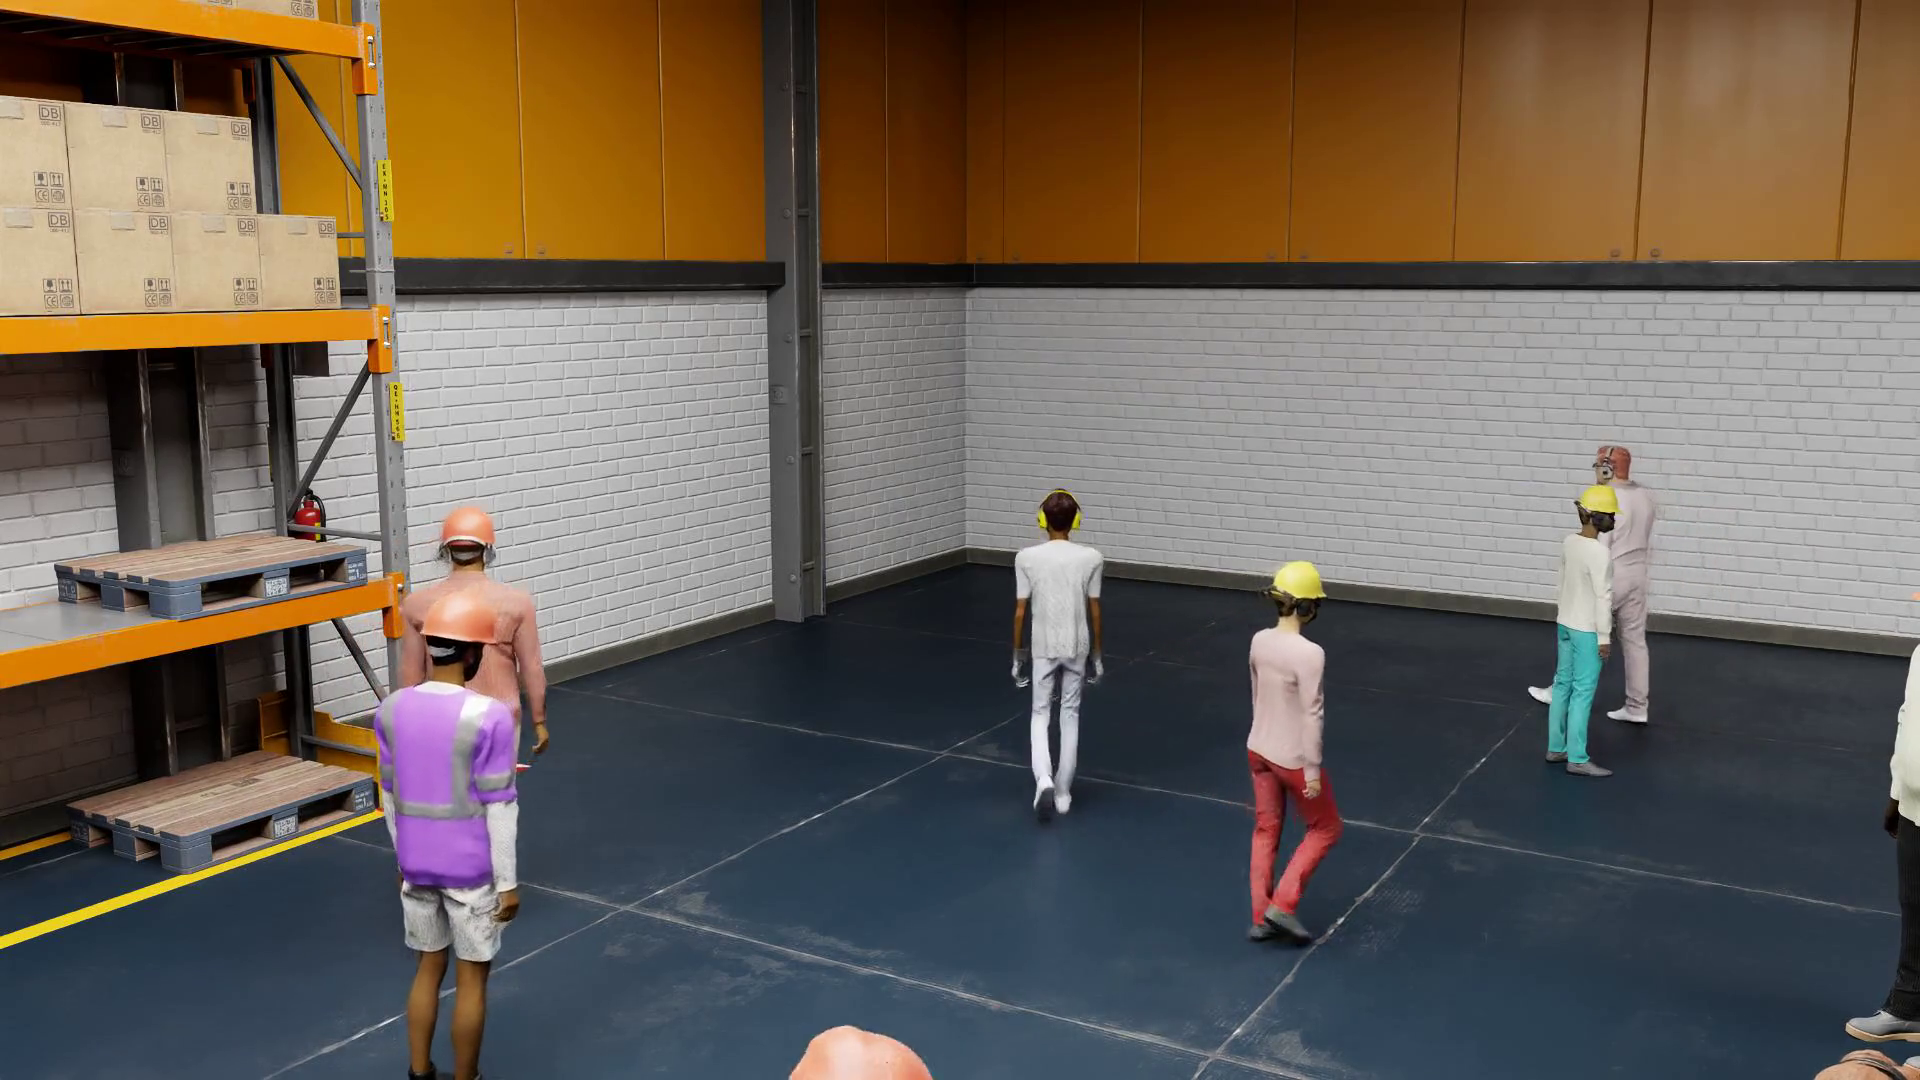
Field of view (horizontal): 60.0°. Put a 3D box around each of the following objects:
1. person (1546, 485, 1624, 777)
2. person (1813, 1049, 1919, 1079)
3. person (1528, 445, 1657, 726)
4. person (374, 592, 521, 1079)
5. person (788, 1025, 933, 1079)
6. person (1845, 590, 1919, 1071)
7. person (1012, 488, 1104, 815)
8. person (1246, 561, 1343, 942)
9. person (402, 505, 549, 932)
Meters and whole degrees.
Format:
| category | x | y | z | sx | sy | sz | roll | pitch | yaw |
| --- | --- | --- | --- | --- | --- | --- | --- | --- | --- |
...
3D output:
| category | x | y | z | sx | sy | sz | roll | pitch | yaw |
| --- | --- | --- | --- | --- | --- | --- | --- | --- | --- |
| person | 3.812 | 0.542 | 10.100 | 0.329 | 1.765 | 0.533 | -1 | 9 | -6 |
| person | 1.597 | 1.734 | 3.067 | 0.311 | 1.634 | 0.515 | -8 | 12 | -41 |
| person | 4.346 | 0.287 | 11.328 | 0.678 | 1.868 | 0.918 | -5 | 10 | -30 |
| person | -1.790 | 1.138 | 5.941 | 0.553 | 1.915 | 0.433 | 3 | 10 | 20 |
| person | -0.046 | 1.673 | 2.423 | 0.638 | 1.970 | 1.070 | 2 | 9 | 14 |
| person | 3.734 | 1.035 | 6.306 | 0.382 | 1.995 | 0.612 | -1 | 9 | -6 |
| person | 0.551 | 0.645 | 9.230 | 0.515 | 1.845 | 0.556 | 0 | 9 | 2 |
| person | 1.486 | 0.964 | 7.480 | 0.388 | 1.749 | 0.558 | -4 | 10 | -24 |
| person | -2.212 | 0.828 | 7.652 | 0.635 | 1.982 | 0.424 | 0 | 9 | -1 |
